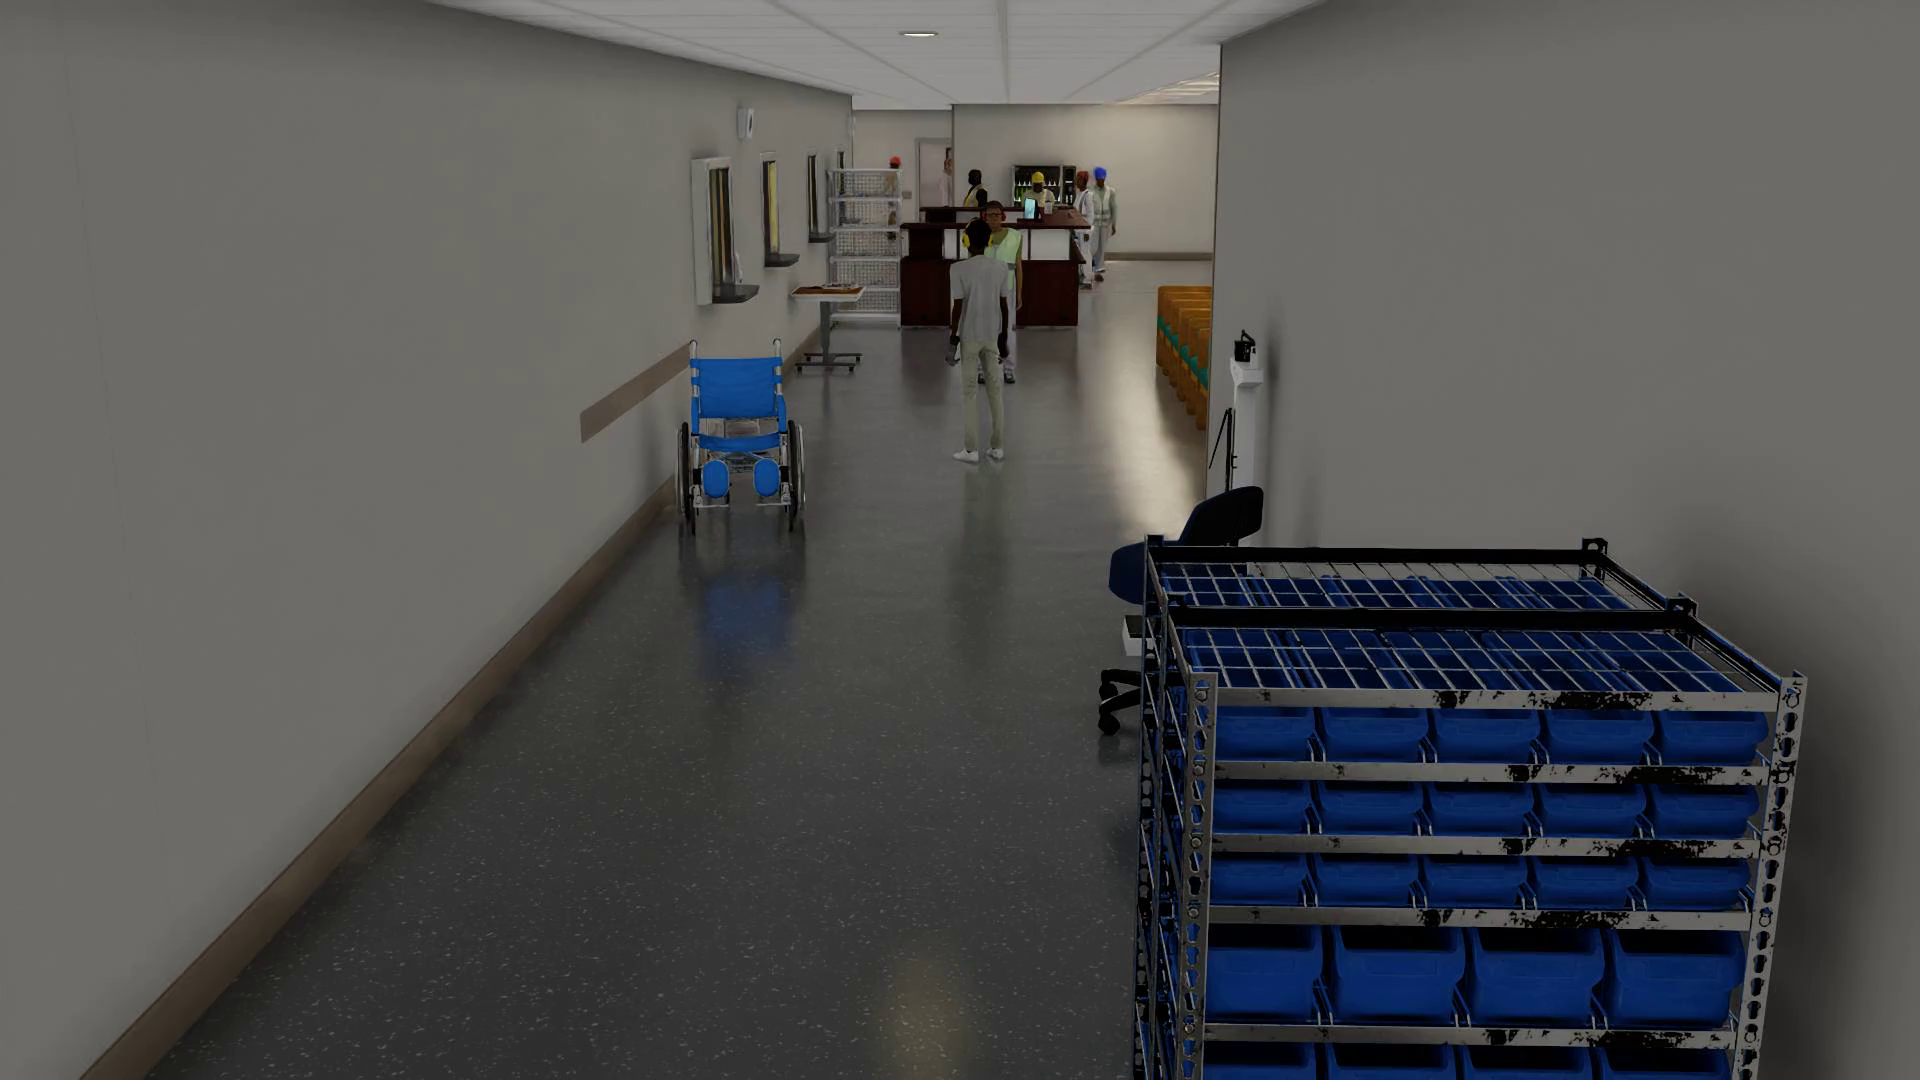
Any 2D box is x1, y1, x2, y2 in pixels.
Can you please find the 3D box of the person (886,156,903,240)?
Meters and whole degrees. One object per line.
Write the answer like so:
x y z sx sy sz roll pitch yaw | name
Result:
-1.478 -7.986 38.866 0.491 1.924 0.581 -1 14 -4 | person

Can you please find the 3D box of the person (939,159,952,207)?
-0.240 -7.413 36.589 0.407 1.906 0.655 2 14 9 | person

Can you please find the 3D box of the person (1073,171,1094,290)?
1.965 -4.963 26.692 0.342 1.883 0.586 -3 14 -13 | person

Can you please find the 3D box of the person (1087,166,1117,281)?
2.349 -5.325 28.083 0.603 1.923 0.459 -4 14 -16 | person

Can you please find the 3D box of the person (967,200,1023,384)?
0.350 -2.499 16.796 0.561 1.838 0.387 0 14 -1 | person

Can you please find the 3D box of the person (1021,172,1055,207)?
1.341 -5.433 28.738 0.587 1.823 0.404 1 14 4 | person

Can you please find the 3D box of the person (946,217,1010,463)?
0.138 -1.523 12.760 0.528 1.869 0.313 -7 15 -25 | person

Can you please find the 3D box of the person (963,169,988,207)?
0.265 -5.669 29.648 0.429 1.844 0.626 -5 15 -19 | person
